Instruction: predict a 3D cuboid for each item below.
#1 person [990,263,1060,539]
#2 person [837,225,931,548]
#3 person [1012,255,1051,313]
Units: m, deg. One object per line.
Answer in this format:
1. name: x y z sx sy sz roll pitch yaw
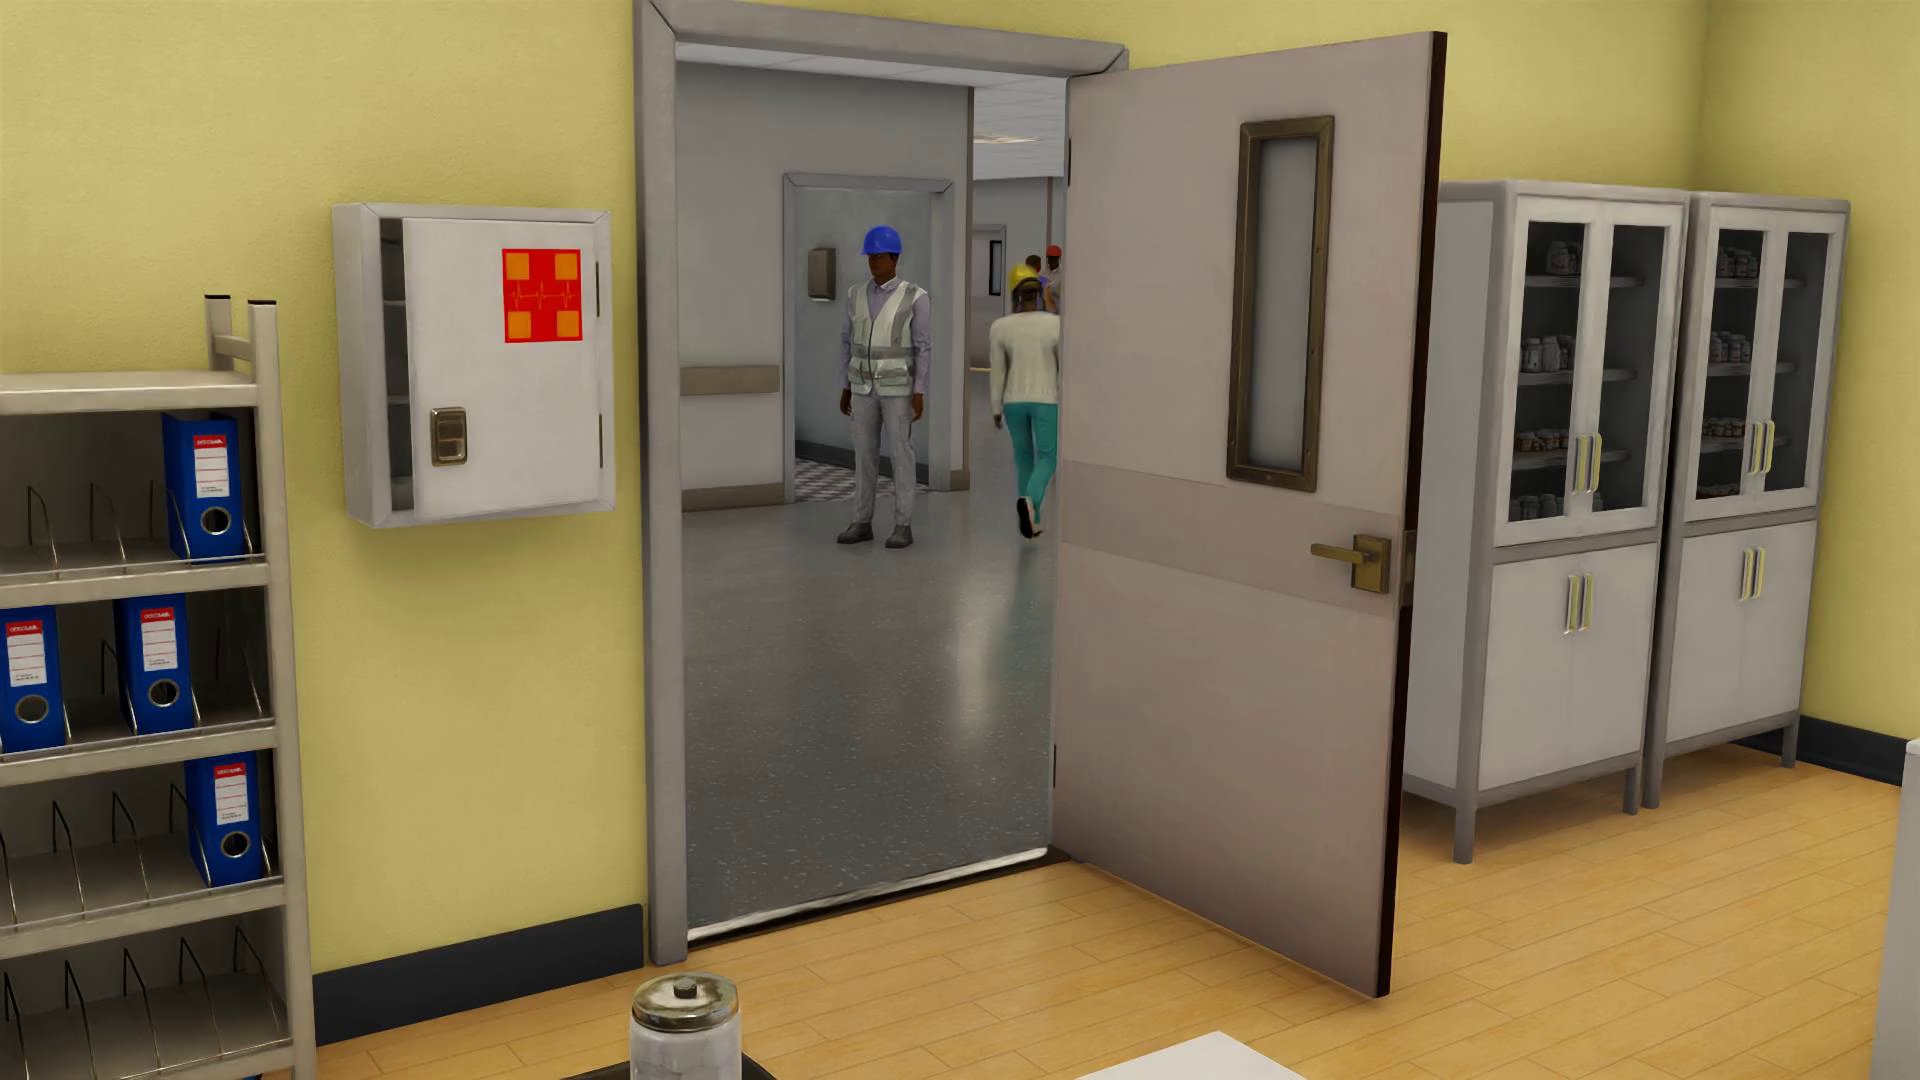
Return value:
1. person: 0.432 -0.855 10.378 0.542 1.741 0.660 4 10 16
2. person: -0.470 -0.924 10.118 0.602 1.949 0.392 5 11 26
3. person: 0.948 -2.875 22.206 0.563 1.846 0.390 5 10 22
